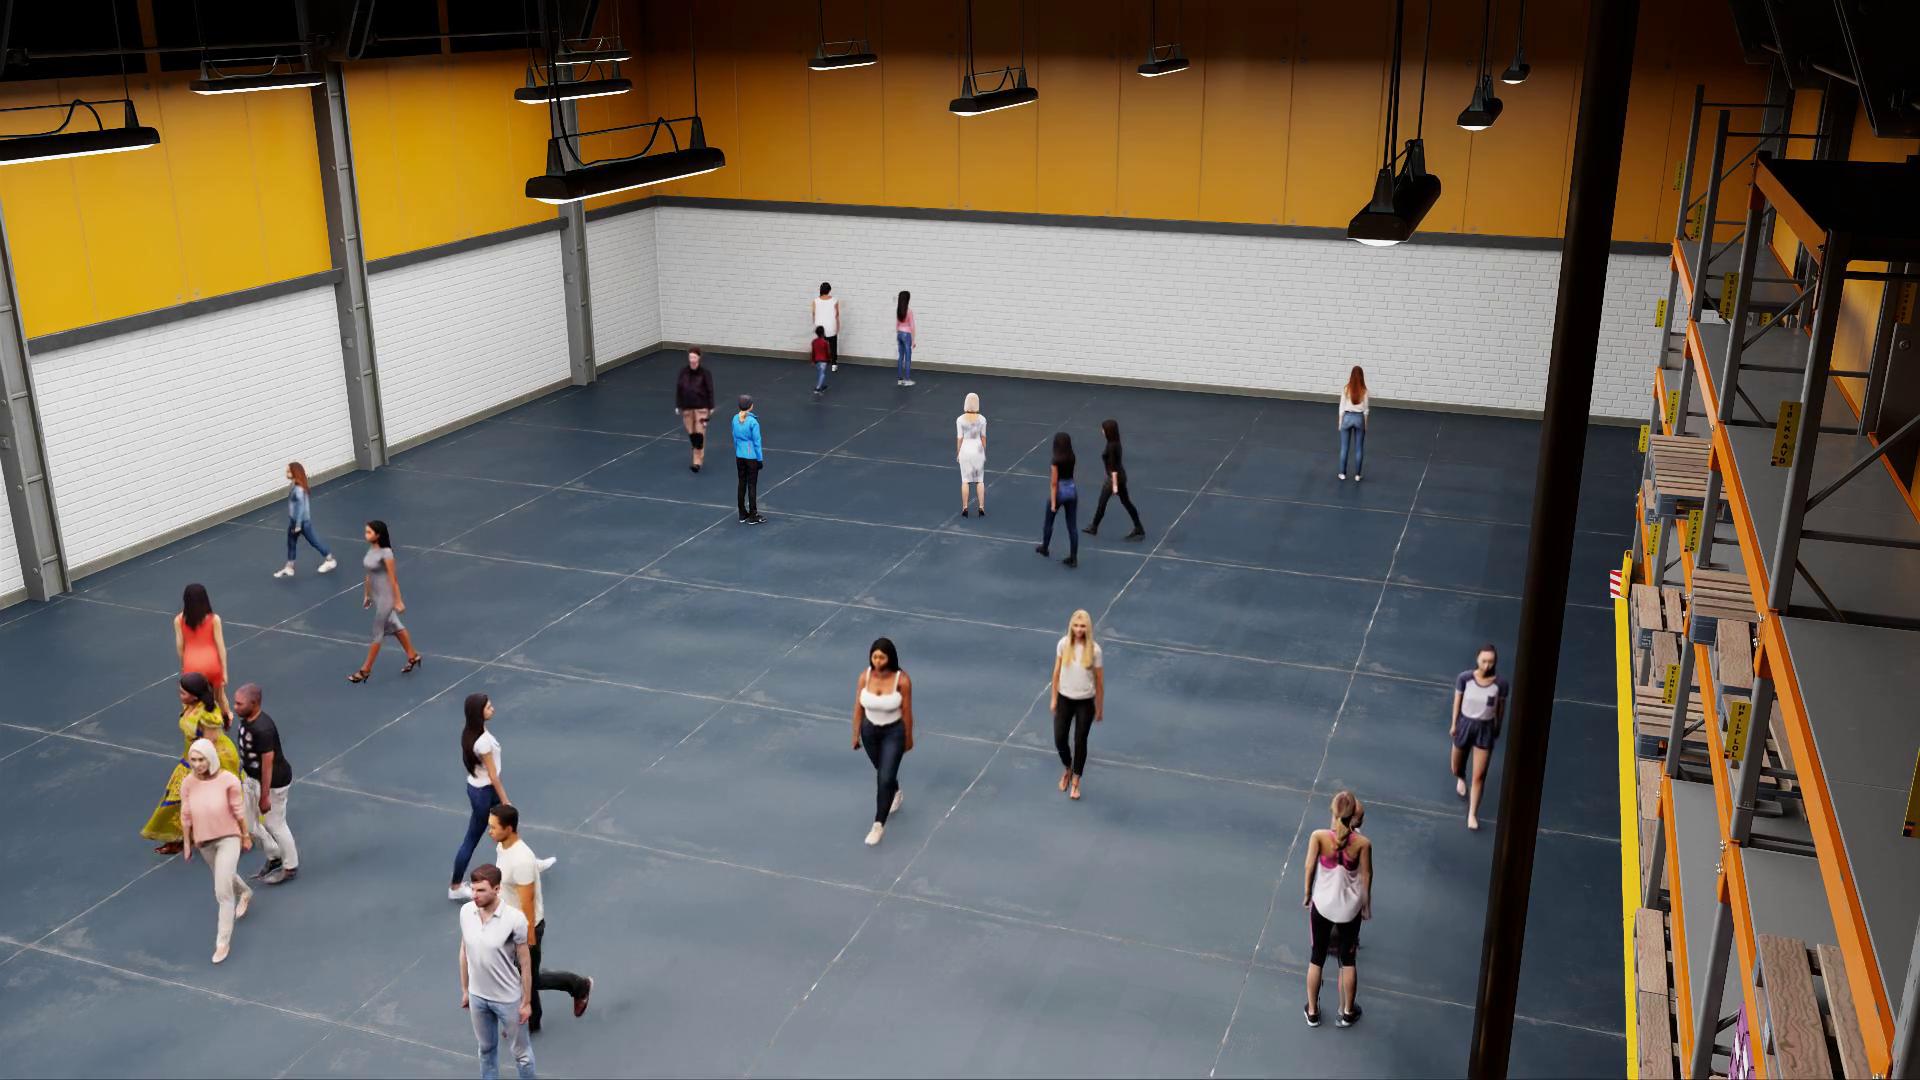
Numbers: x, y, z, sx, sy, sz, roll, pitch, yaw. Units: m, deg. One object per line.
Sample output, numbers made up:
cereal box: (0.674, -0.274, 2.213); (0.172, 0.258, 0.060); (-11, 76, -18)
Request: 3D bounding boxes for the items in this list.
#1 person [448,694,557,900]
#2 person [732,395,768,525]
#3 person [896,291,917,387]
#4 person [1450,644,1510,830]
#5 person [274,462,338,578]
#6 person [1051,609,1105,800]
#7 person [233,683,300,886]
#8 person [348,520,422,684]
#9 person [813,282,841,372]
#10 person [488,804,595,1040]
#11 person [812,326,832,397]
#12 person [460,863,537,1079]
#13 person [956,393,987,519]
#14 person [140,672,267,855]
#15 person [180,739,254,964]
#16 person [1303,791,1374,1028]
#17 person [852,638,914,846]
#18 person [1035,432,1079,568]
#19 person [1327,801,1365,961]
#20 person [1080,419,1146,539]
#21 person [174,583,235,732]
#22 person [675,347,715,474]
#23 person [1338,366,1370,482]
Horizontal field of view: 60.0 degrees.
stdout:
person: (-3.910, 2.098, 13.316); (1.143, 1.722, 1.093); (-8, 20, -23)
person: (-2.903, -1.108, 22.719); (0.671, 1.798, 0.614); (13, 23, 34)
person: (-1.020, -3.722, 30.567); (0.644, 1.742, 0.616); (17, 25, 40)
person: (4.547, 1.683, 14.702); (0.602, 1.625, 0.936); (7, 20, 19)
person: (-8.126, -0.248, 20.717); (1.061, 1.445, 0.924); (-12, 22, -32)
person: (1.066, 1.451, 15.093); (0.679, 1.815, 0.642); (4, 19, 12)
person: (-5.571, 1.967, 13.602); (0.822, 1.789, 0.802); (-15, 24, -38)
person: (-6.003, 0.635, 17.625); (1.147, 1.746, 0.935); (-16, 25, -40)
person: (-2.553, -4.076, 31.707); (0.720, 1.686, 0.695); (-1, 19, -3)
person: (-2.962, 2.645, 11.597); (1.034, 1.784, 0.940); (-14, 23, -37)
person: (-2.513, -3.202, 29.800); (0.555, 1.247, 0.877); (9, 21, 24)
person: (-2.975, 2.910, 10.703); (0.653, 1.851, 0.541); (6, 19, 16)
person: (0.165, -1.178, 23.002); (0.630, 1.750, 0.624); (-1, 19, -3)
person: (-6.291, 1.870, 14.157); (1.036, 1.618, 1.364); (15, 24, 38)
person: (-5.689, 2.285, 12.827); (0.916, 1.681, 1.227); (-1, 19, -2)
person: (2.650, 2.603, 11.724); (0.647, 1.782, 0.567); (5, 19, 15)
person: (-0.634, 1.678, 14.501); (0.651, 1.762, 1.151); (7, 20, 19)
person: (1.370, -0.484, 21.012); (1.012, 1.705, 1.010); (-12, 22, -31)
person: (2.915, 2.556, 12.658); (0.599, 1.276, 0.491); (13, 22, 33)
person: (2.147, -0.774, 22.044); (0.666, 1.595, 1.024); (6, 20, 17)
person: (-7.221, 1.284, 15.830); (1.047, 1.662, 1.196); (-6, 19, -17)
person: (-3.997, -1.975, 25.186); (0.882, 1.867, 1.285); (2, 19, 7)
person: (5.844, -1.743, 24.714); (0.607, 1.728, 0.537); (4, 19, 11)
